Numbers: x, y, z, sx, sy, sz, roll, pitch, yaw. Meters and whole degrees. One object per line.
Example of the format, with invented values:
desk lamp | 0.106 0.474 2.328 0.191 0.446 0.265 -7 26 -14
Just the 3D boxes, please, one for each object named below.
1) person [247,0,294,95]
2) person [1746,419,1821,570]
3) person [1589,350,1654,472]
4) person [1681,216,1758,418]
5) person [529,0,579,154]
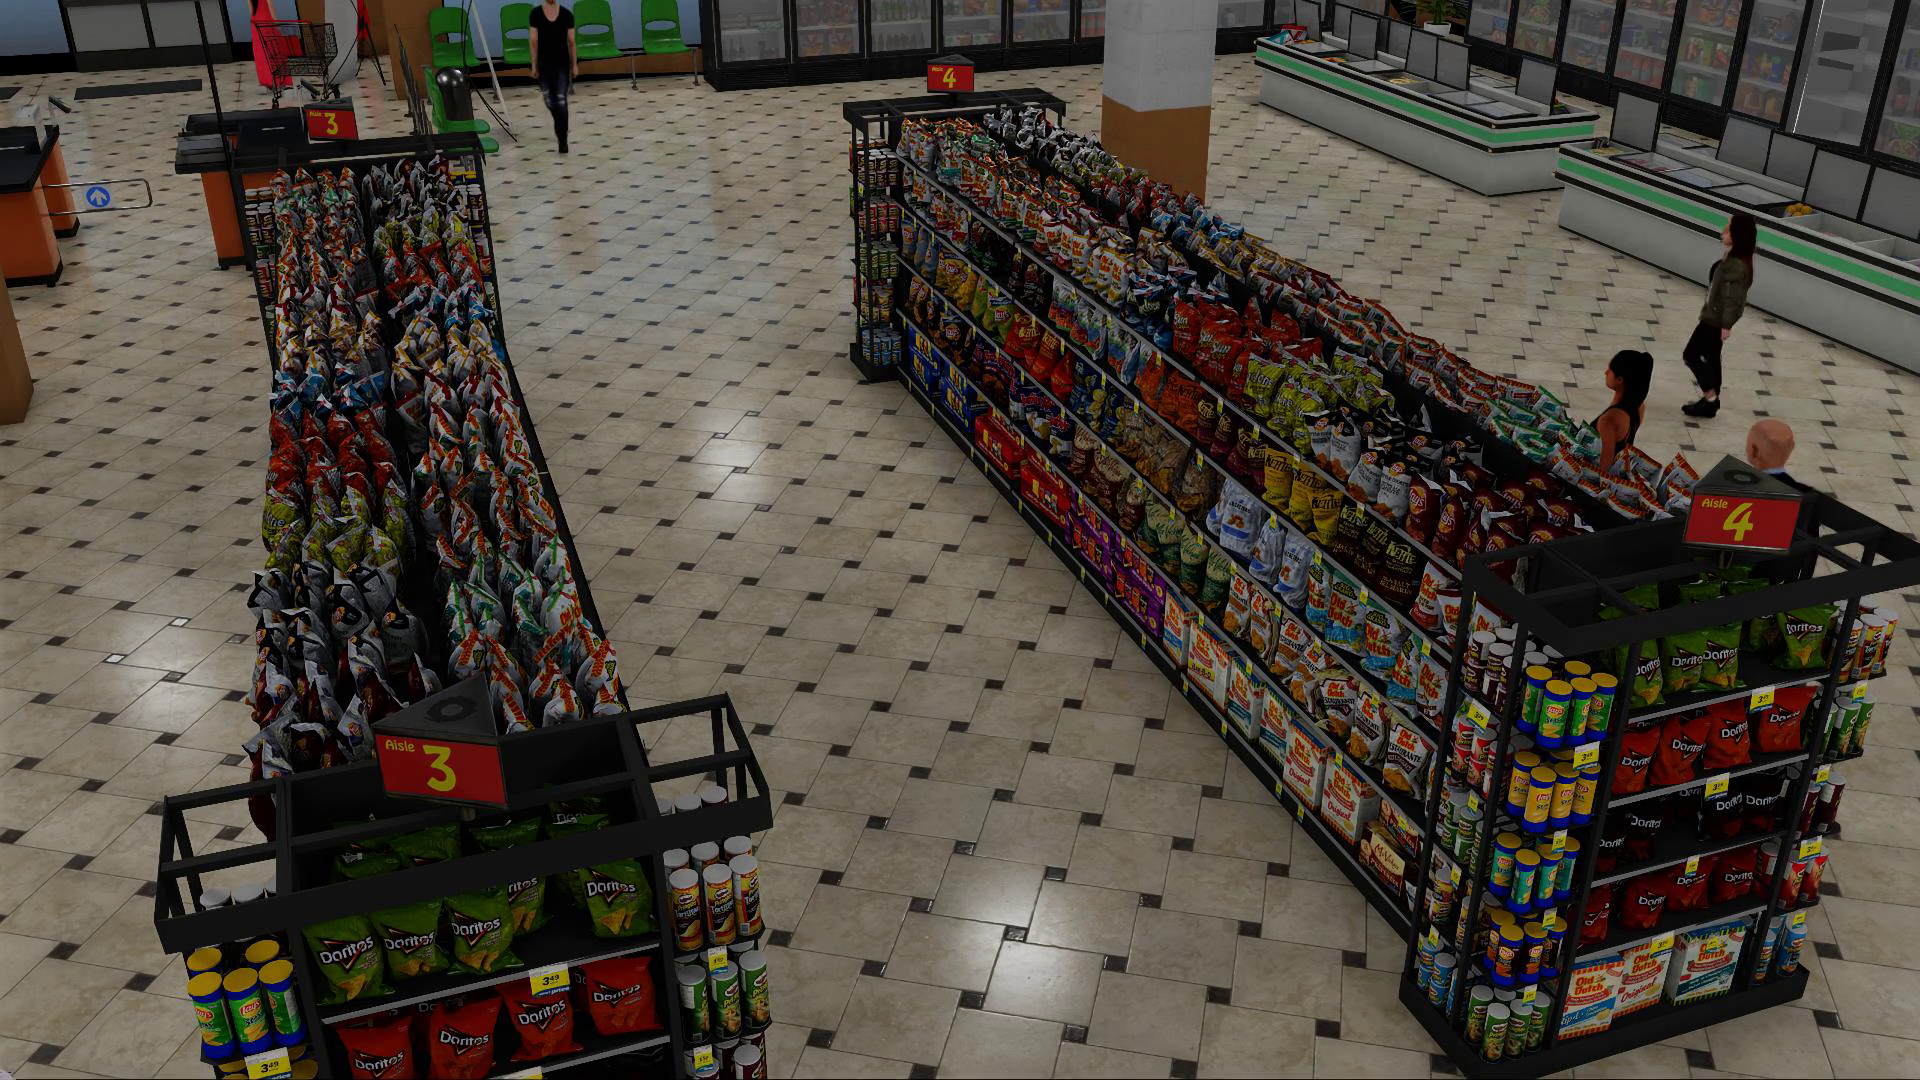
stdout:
person | -8.971 -6.640 21.439 0.706 1.726 0.775 14 30 25
person | 3.621 0.345 7.610 0.994 1.775 1.201 -1 27 -1
person | 3.456 -0.247 8.903 0.670 1.663 0.660 20 33 34
person | 5.394 -1.542 11.675 0.749 1.465 0.690 12 29 22
person | -4.578 -5.361 18.760 0.856 1.867 1.226 -3 27 -5
